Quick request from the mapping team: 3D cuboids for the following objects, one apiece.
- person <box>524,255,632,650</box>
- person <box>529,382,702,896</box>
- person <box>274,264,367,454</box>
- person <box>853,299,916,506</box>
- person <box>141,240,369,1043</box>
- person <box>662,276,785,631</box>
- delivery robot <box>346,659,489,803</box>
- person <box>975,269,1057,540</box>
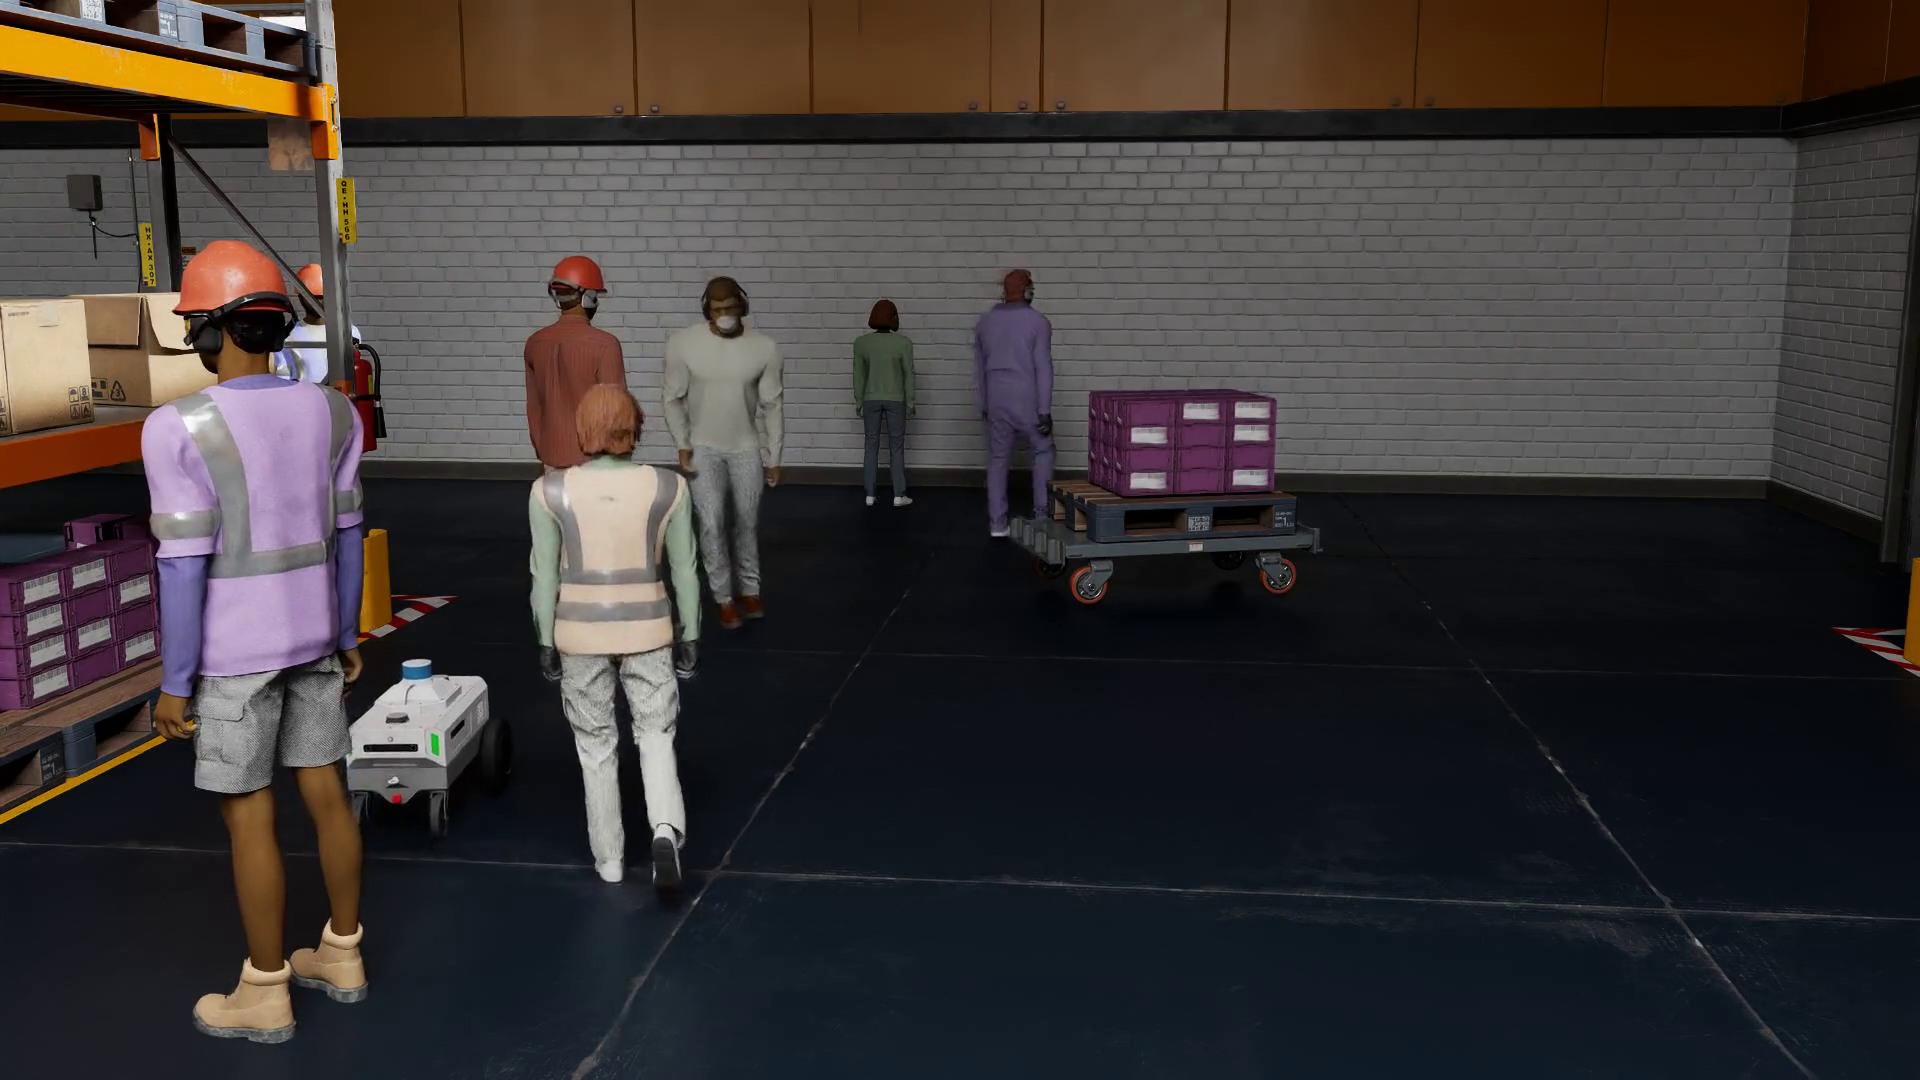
[{"bbox_3d":[-1.886,-0.419,8.342,0.611,1.994,0.379,5,11,26],"label":"person"},{"bbox_3d":[-1.050,0.332,5.129,0.517,1.622,0.564,-3,10,-15],"label":"person"},{"bbox_3d":[-3.871,-0.702,10.127,0.553,1.935,0.362,-8,13,-39],"label":"person"},{"bbox_3d":[-0.593,-1.078,13.147,0.507,1.633,0.278,2,10,12],"label":"person"},{"bbox_3d":[-1.806,0.266,4.284,0.374,2.043,0.614,5,11,27],"label":"person"},{"bbox_3d":[-1.252,-0.455,8.887,0.645,1.877,0.766,-2,10,-14],"label":"person"},{"bbox_3d":[-1.932,0.671,5.953,0.477,0.478,0.707,0,10,-2],"label":"delivery robot"},{"bbox_3d":[0.456,-0.954,11.715,0.686,1.877,0.784,7,12,36],"label":"person"}]
